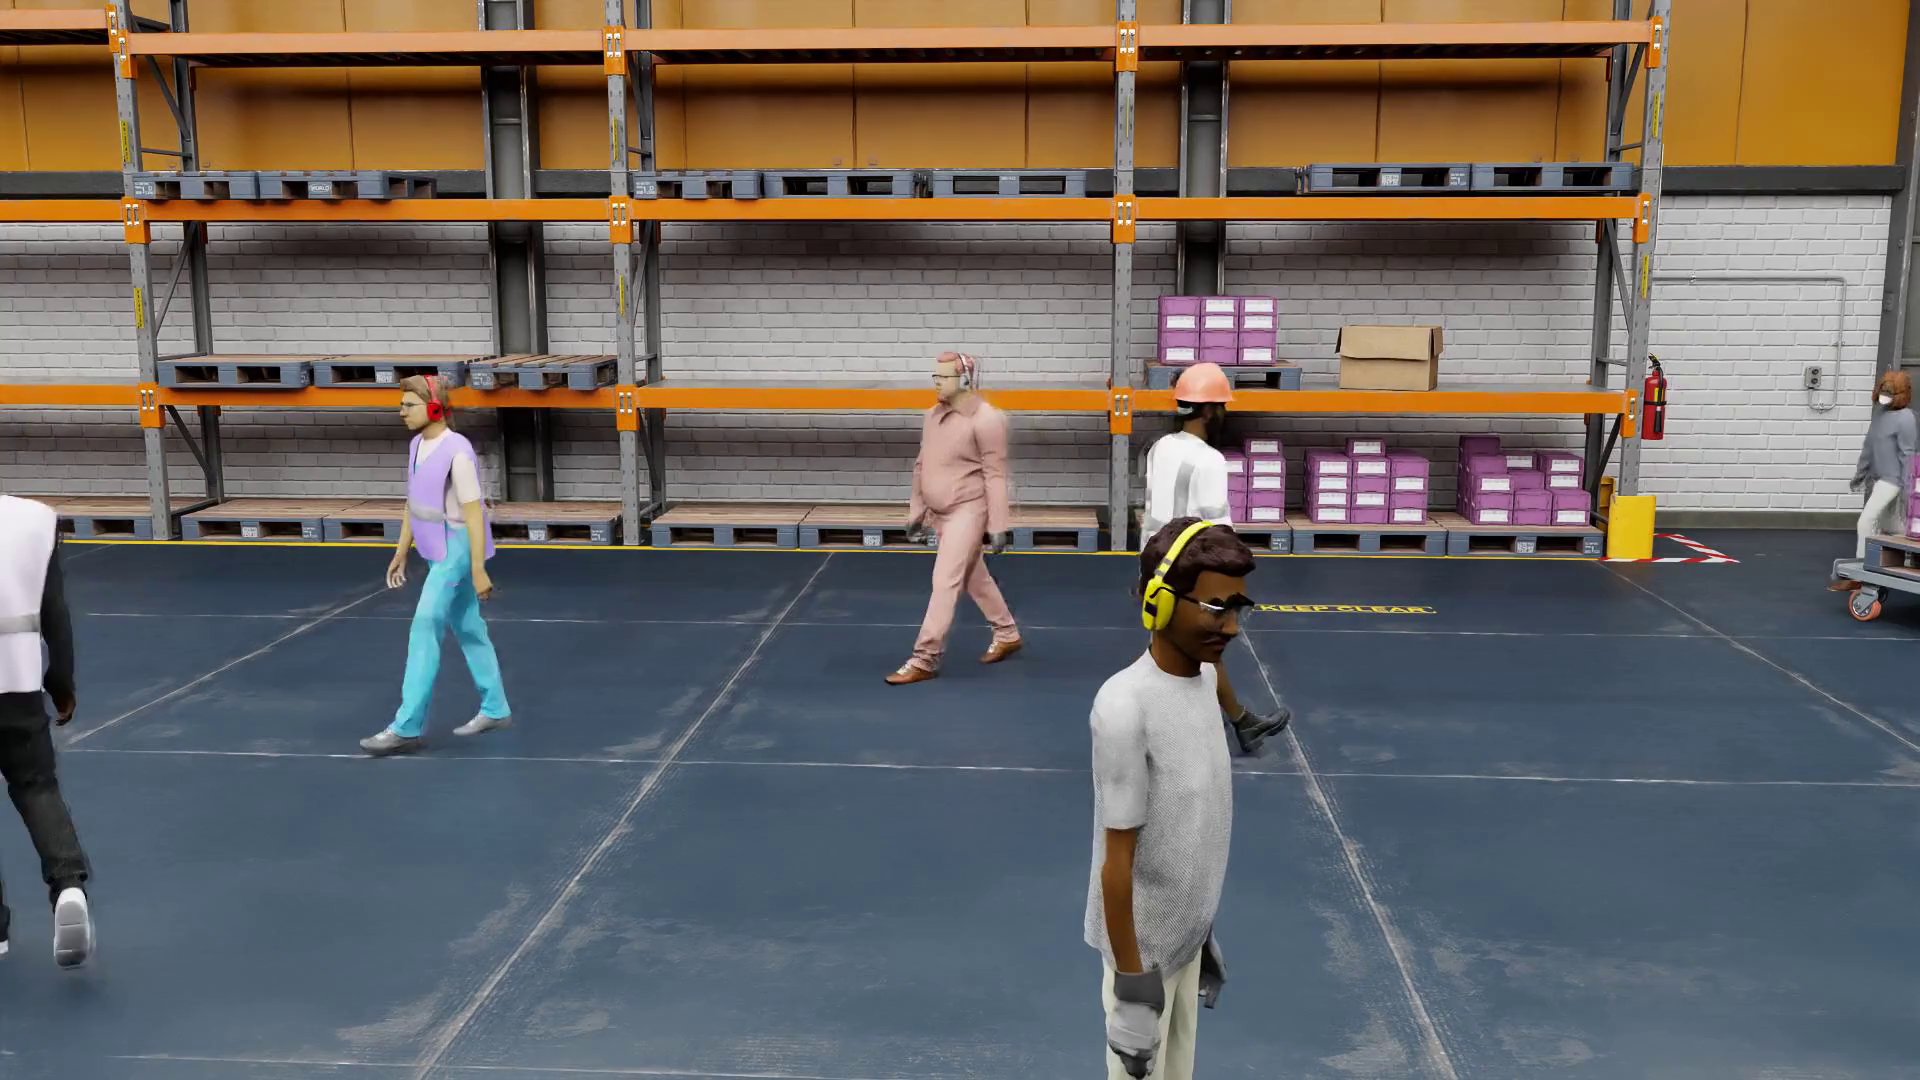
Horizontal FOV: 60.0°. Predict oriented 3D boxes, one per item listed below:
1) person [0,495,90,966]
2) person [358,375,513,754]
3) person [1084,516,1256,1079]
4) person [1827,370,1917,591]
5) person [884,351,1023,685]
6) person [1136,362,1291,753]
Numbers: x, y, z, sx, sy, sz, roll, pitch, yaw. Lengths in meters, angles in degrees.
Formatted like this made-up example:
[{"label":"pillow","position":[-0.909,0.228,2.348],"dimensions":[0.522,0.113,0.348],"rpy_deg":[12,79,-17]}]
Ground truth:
[{"label":"person","position":[-3.197,0.514,5.487],"dimensions":[0.737,1.894,0.603],"rpy_deg":[9,13,41]},{"label":"person","position":[-2.594,0.113,8.044],"dimensions":[0.889,1.807,0.564],"rpy_deg":[-6,11,-32]},{"label":"person","position":[0.438,0.870,3.467],"dimensions":[0.334,1.865,0.521],"rpy_deg":[5,11,28]},{"label":"person","position":[6.611,-0.410,11.724],"dimensions":[0.748,1.601,0.524],"rpy_deg":[2,10,10]},{"label":"person","position":[-0.008,-0.148,9.469],"dimensions":[1.015,1.861,0.651],"rpy_deg":[-6,12,-33]},{"label":"person","position":[1.148,0.138,7.648],"dimensions":[0.987,1.889,0.570],"rpy_deg":[-3,10,-18]}]
